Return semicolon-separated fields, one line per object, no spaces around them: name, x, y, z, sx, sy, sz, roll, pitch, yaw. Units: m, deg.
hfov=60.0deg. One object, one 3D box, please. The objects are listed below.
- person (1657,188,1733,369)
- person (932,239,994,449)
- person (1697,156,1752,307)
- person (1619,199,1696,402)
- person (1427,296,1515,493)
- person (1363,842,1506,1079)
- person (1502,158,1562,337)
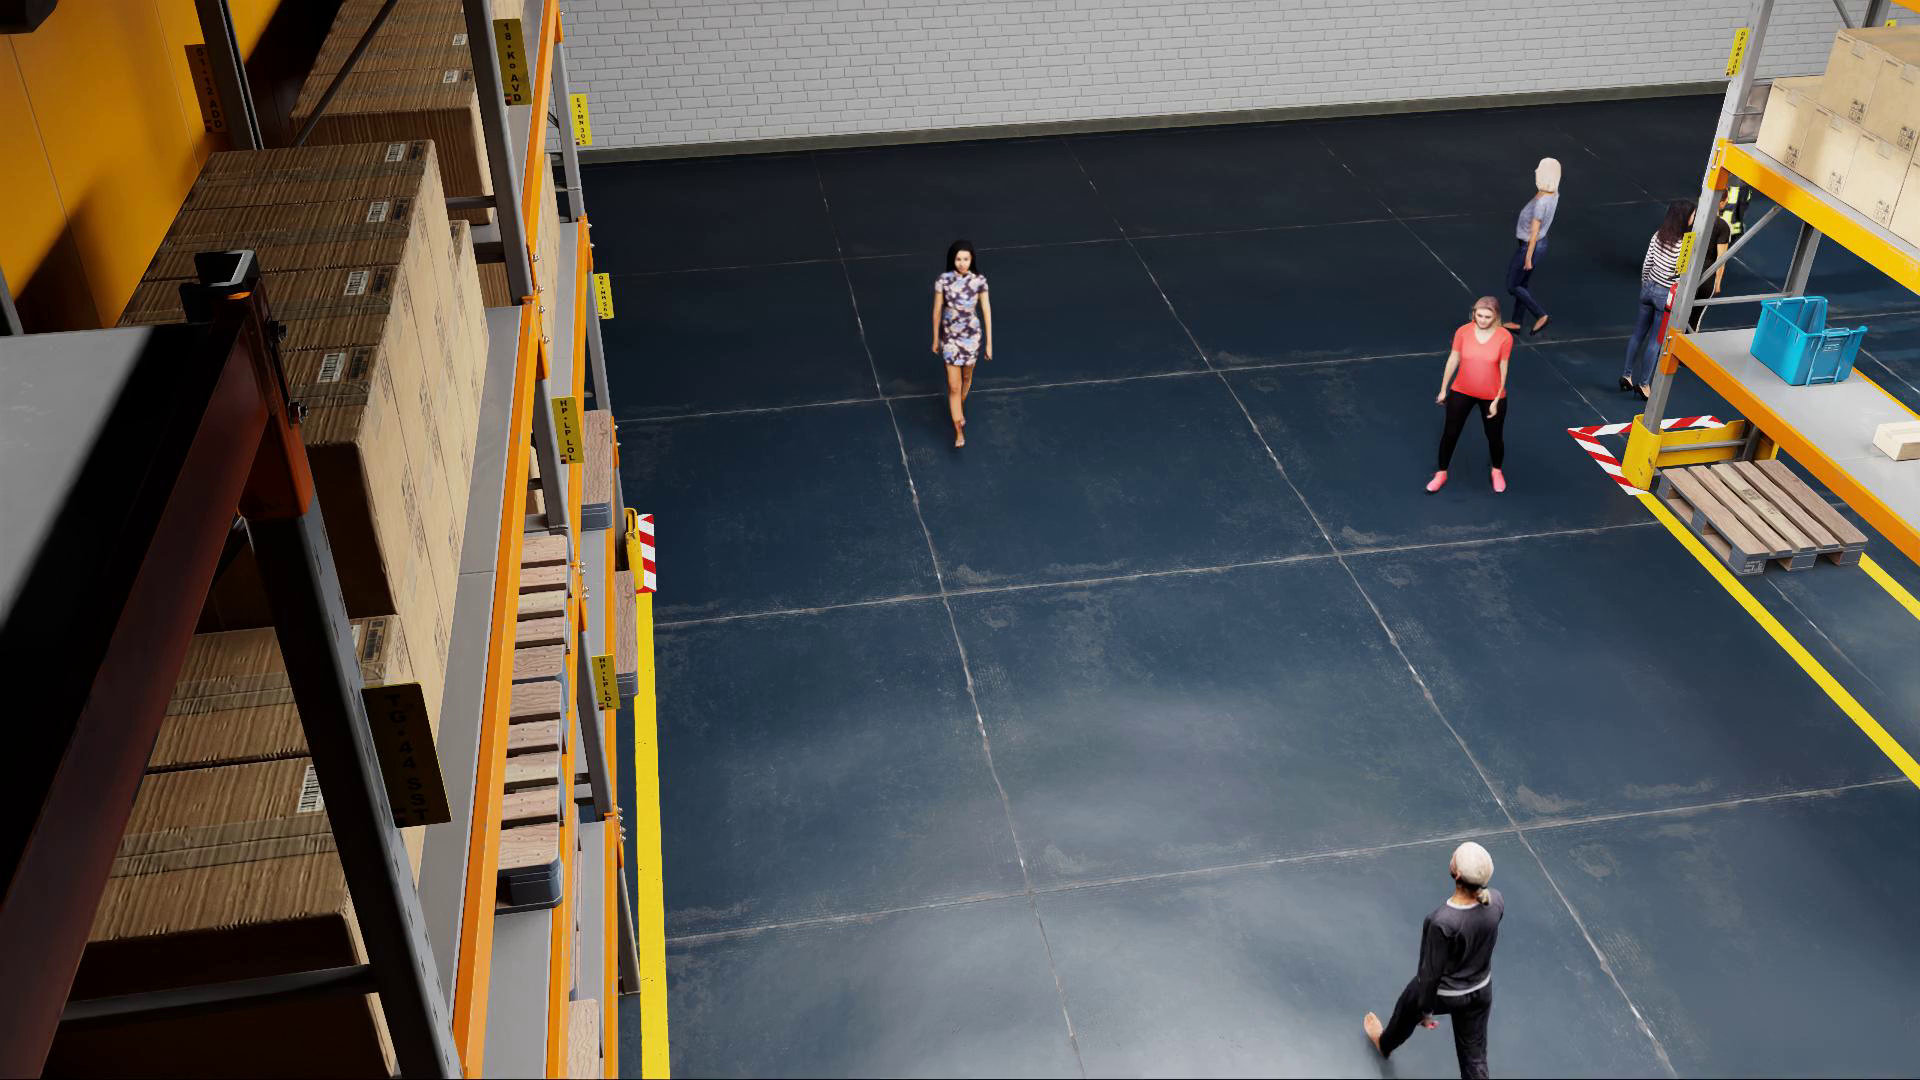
person;6.490;-2.336;14.660;0.721;1.669;0.604;-23;40;-31
person;0.006;-1.666;13.625;0.648;1.699;1.042;-4;34;-6
person;7.185;-3.197;15.800;0.966;1.842;1.063;-21;39;-29
person;5.916;-2.029;14.084;0.696;1.796;0.501;-13;36;-19
person;3.964;-1.116;12.812;0.916;1.684;0.936;15;37;22
person;2.392;2.164;7.883;0.703;1.677;1.132;-11;35;-16
person;5.241;-2.609;15.033;0.884;1.711;0.823;22;39;29
